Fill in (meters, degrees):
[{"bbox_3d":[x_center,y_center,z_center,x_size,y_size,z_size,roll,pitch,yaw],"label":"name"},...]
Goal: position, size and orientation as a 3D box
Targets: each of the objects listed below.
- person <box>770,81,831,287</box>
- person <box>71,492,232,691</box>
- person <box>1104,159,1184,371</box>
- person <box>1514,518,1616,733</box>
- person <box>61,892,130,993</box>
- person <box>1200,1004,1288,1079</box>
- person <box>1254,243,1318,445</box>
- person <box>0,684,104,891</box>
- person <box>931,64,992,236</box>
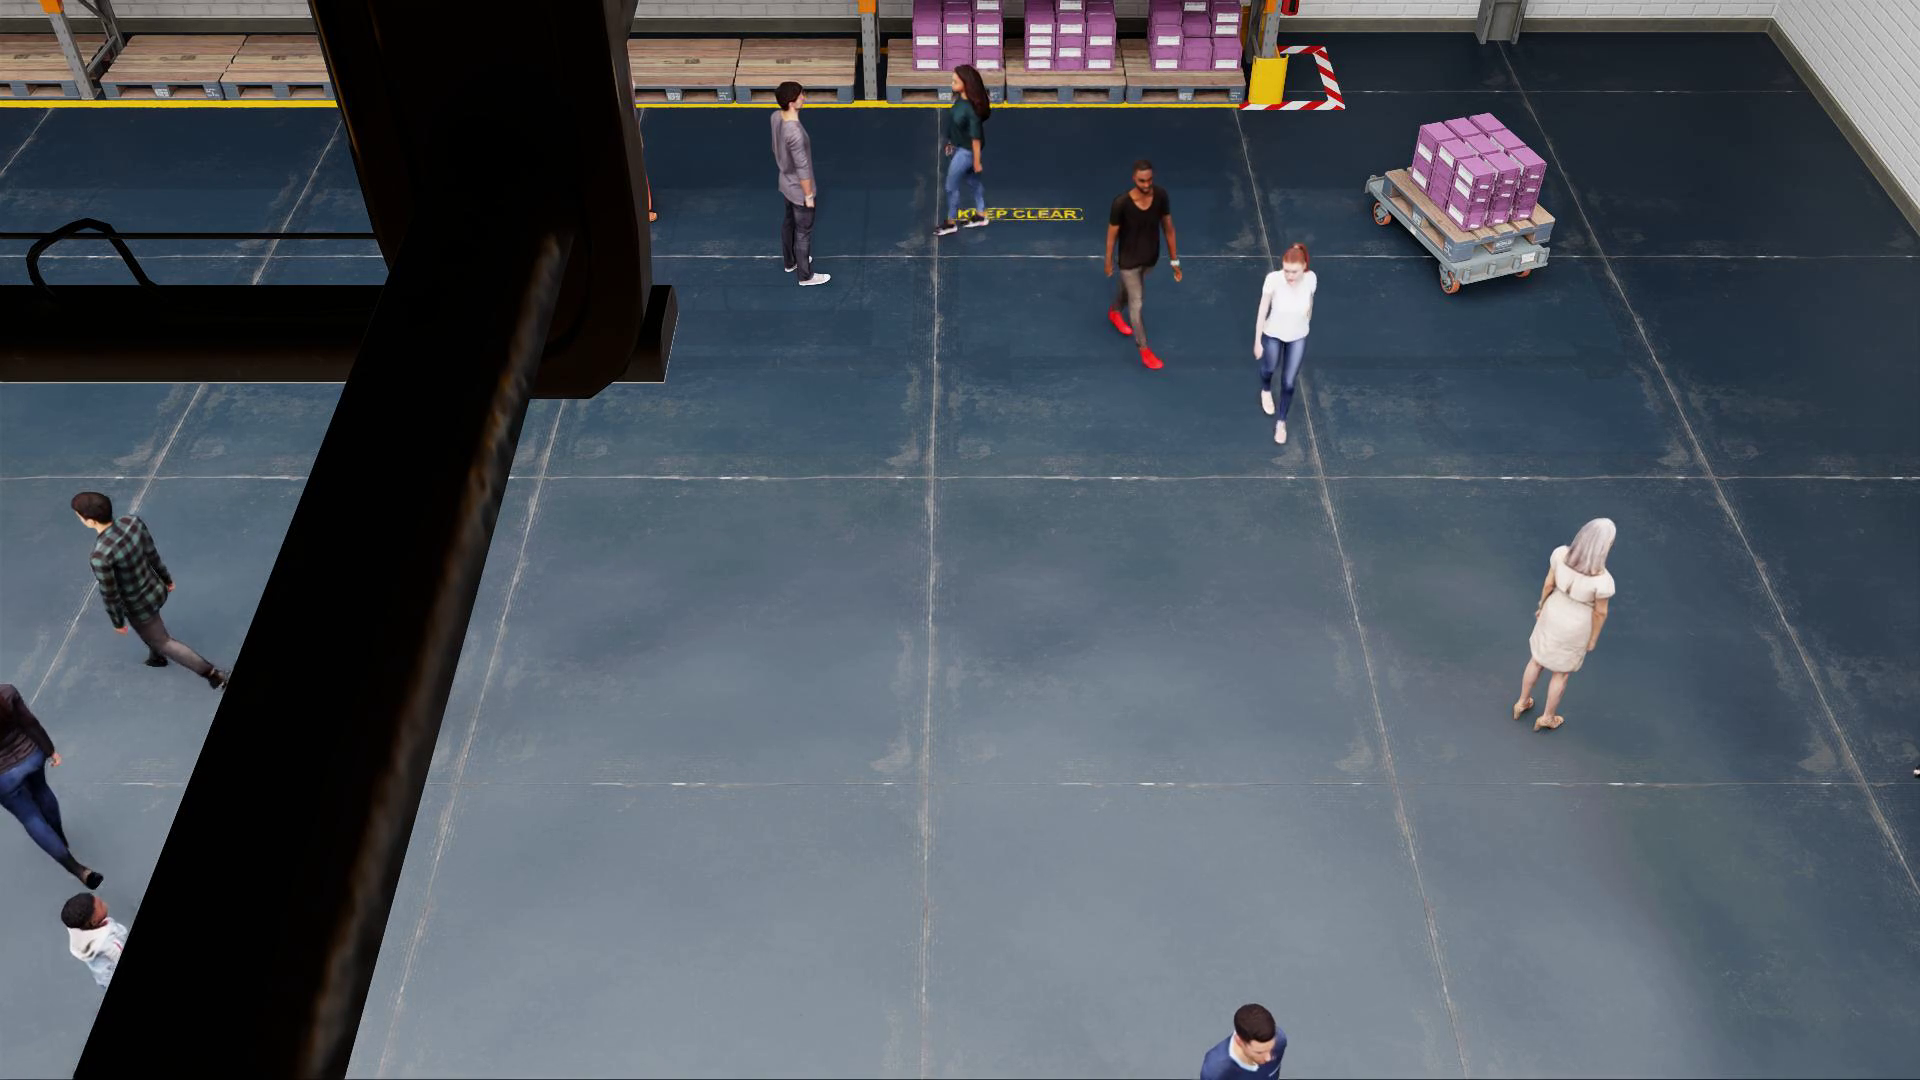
[{"bbox_3d":[-1.394,-3.031,14.104,0.732,1.853,0.752,-22,48,-21],"label":"person"},{"bbox_3d":[-5.258,0.381,10.800,1.095,1.685,0.801,6,44,6],"label":"person"},{"bbox_3d":[1.383,-2.324,13.434,1.216,1.754,1.088,-20,47,-20],"label":"person"},{"bbox_3d":[3.800,0.546,10.433,0.736,1.738,0.691,-30,51,-28],"label":"person"},{"bbox_3d":[-4.552,2.341,8.906,0.846,1.245,0.814,24,48,23],"label":"person"},{"bbox_3d":[1.306,2.753,8.037,0.677,1.847,0.782,-21,47,-20],"label":"person"},{"bbox_3d":[2.481,-1.614,12.725,0.864,1.704,0.666,-2,44,-2],"label":"person"},{"bbox_3d":[-5.394,1.371,9.580,1.135,1.720,1.047,32,52,29],"label":"person"},{"bbox_3d":[0.144,-3.470,14.751,0.836,1.596,0.672,-7,44,-8],"label":"person"}]
